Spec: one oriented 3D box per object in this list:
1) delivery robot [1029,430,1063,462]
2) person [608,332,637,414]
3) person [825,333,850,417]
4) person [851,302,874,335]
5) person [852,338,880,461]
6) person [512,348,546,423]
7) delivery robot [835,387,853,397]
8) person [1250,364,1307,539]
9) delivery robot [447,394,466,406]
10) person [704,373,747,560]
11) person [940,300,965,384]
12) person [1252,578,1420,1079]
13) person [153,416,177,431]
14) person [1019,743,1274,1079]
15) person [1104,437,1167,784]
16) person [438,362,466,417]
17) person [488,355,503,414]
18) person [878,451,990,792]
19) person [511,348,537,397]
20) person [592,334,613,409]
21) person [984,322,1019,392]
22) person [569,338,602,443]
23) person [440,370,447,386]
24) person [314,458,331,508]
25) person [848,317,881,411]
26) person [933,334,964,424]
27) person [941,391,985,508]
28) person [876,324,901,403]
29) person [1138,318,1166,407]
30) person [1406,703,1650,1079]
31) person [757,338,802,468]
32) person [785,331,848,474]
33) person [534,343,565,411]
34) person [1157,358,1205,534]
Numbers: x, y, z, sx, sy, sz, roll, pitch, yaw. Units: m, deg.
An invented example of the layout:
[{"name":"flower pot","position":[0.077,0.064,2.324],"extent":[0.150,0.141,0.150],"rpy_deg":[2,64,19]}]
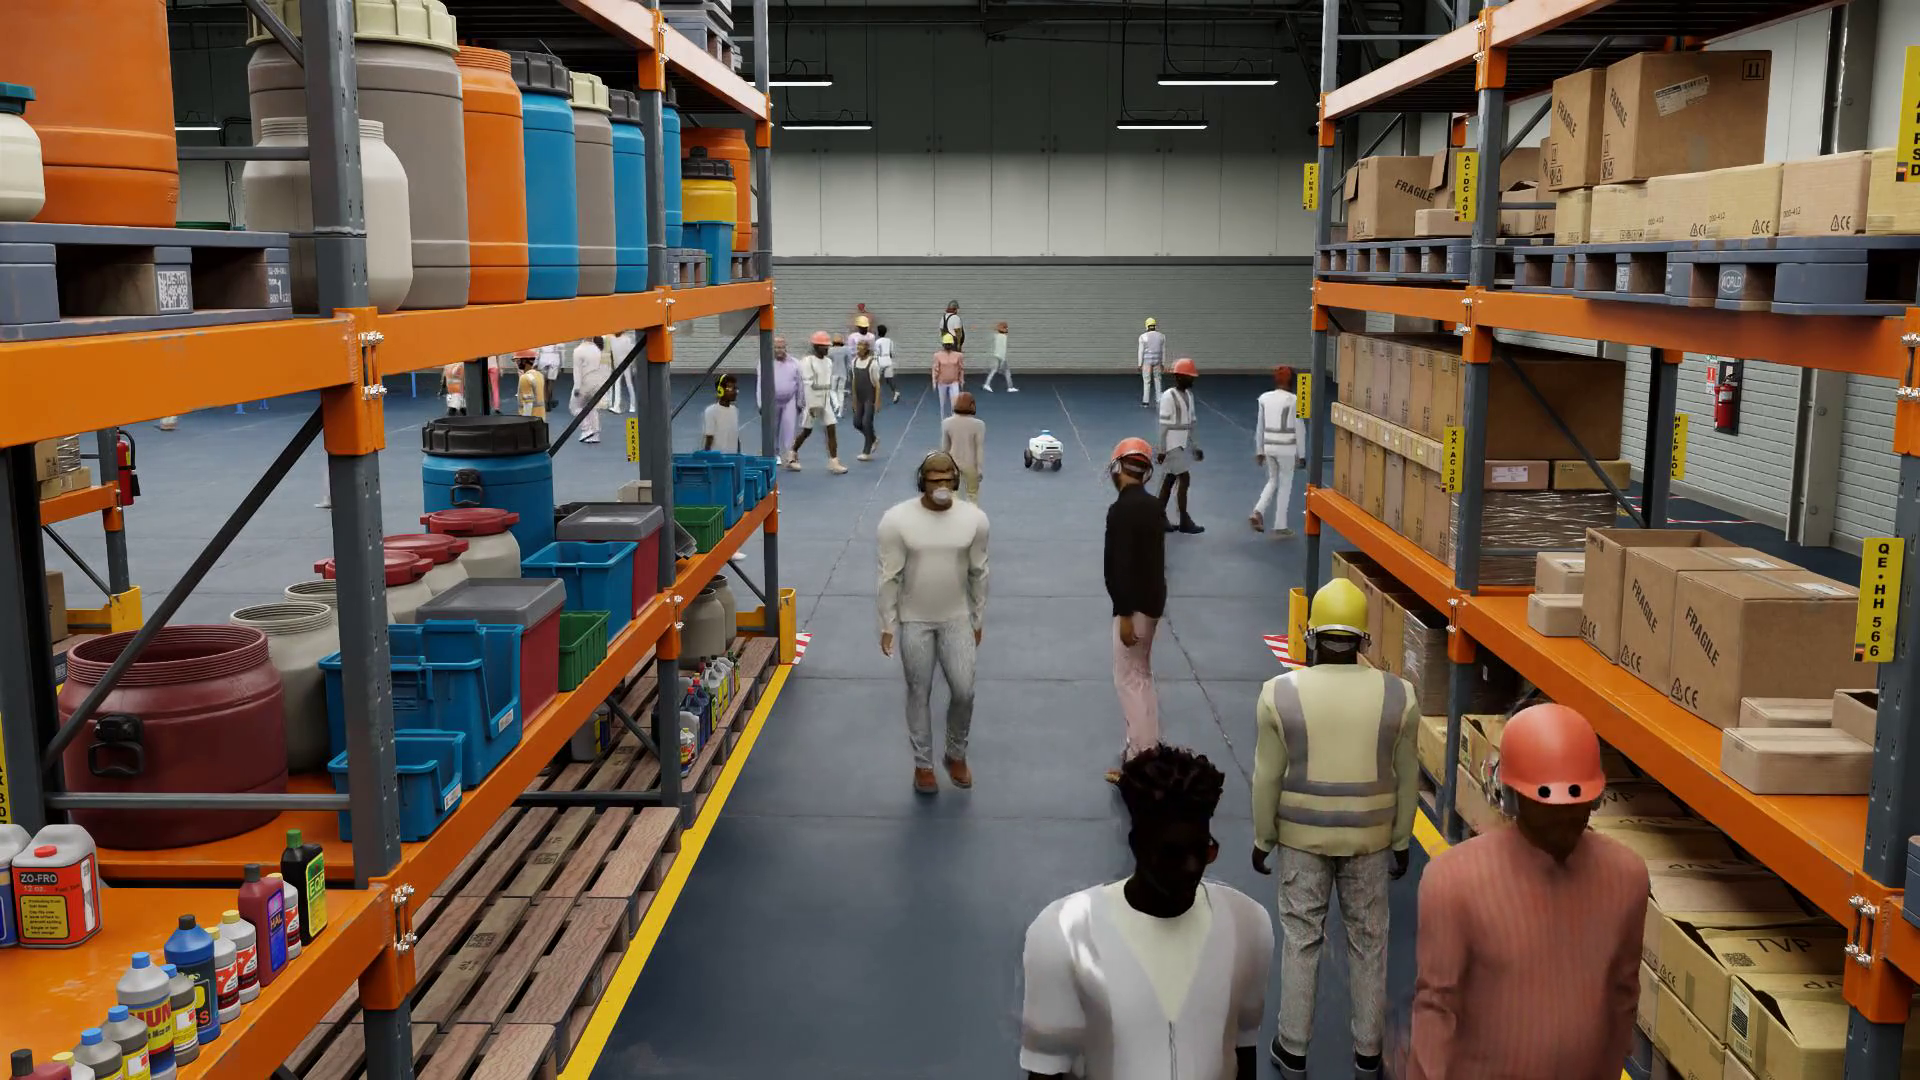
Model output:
[{"name":"delivery robot","position":[1.236,-1.332,23.911],"extent":[0.477,0.478,0.707],"rpy_deg":[-2,10,-12]},{"name":"person","position":[-6.596,-3.376,32.584],"extent":[0.654,1.801,0.989],"rpy_deg":[3,10,16]},{"name":"person","position":[-2.329,-3.146,31.787],"extent":[0.501,1.612,0.417],"rpy_deg":[-3,10,-18]},{"name":"person","position":[-2.583,-5.299,43.800],"extent":[0.643,1.905,0.400],"rpy_deg":[-3,10,-20]},{"name":"person","position":[-1.389,-2.119,24.973],"extent":[0.542,1.829,0.522],"rpy_deg":[7,12,35]},{"name":"person","position":[-5.377,-1.474,20.780],"extent":[0.379,1.938,0.547],"rpy_deg":[1,10,6]},{"name":"delivery robot","position":[-2.339,-2.975,32.977],"extent":[0.335,0.223,0.698],"rpy_deg":[4,10,22]},{"name":"person","position":[3.420,-0.943,17.808],"extent":[0.458,1.873,0.587],"rpy_deg":[-7,12,-37]},{"name":"delivery robot","position":[-9.696,-2.764,32.490],"extent":[0.477,0.478,0.707],"rpy_deg":[3,10,19]},{"name":"person","position":[-2.354,-0.727,16.539],"extent":[0.437,1.859,0.548],"rpy_deg":[5,11,28]},{"name":"person","position":[-0.152,-4.818,40.634],"extent":[0.536,2.000,0.681],"rpy_deg":[-7,12,-36]},{"name":"person","position":[1.343,1.045,6.002],"extent":[0.589,1.834,0.403],"rpy_deg":[1,9,4]},{"name":"person","position":[-14.045,-2.849,29.118],"extent":[0.664,1.900,0.941],"rpy_deg":[1,10,6]},{"name":"person","position":[0.411,1.374,3.796],"extent":[0.607,1.921,1.008],"rpy_deg":[-2,10,-11]},{"name":"person","position":[0.987,0.402,9.536],"extent":[0.480,1.943,0.776],"rpy_deg":[5,11,26]},{"name":"person","position":[-8.296,-2.432,27.382],"extent":[0.893,1.648,0.531],"rpy_deg":[-8,13,-41]},{"name":"person","position":[-9.251,-3.346,32.670],"extent":[0.552,1.719,0.845],"rpy_deg":[-4,10,-24]},{"name":"person","position":[-0.143,0.466,9.220],"extent":[0.646,1.924,0.476],"rpy_deg":[-2,10,-10]},{"name":"person","position":[-9.612,-4.114,36.688],"extent":[0.638,1.910,0.407],"rpy_deg":[-9,13,-42]},{"name":"person","position":[-7.261,-3.585,33.713],"extent":[0.429,1.845,0.621],"rpy_deg":[2,10,11]},{"name":"person","position":[0.915,-4.184,38.033],"extent":[0.821,1.599,0.506],"rpy_deg":[-5,11,-27]},{"name":"person","position":[-6.134,-2.526,27.236],"extent":[0.449,1.888,0.671],"rpy_deg":[4,10,25]},{"name":"person","position":[-12.168,-4.443,39.605],"extent":[0.859,1.593,0.525],"rpy_deg":[6,11,32]},{"name":"person","position":[-7.440,-1.156,19.845],"extent":[0.700,1.605,0.616],"rpy_deg":[-7,12,-34]},{"name":"person","position":[-1.851,-3.441,32.711],"extent":[0.579,1.881,0.849],"rpy_deg":[-8,13,-41]},{"name":"person","position":[-0.199,-2.672,28.608],"extent":[0.548,1.720,0.903],"rpy_deg":[0,9,-2]},{"name":"person","position":[0.016,-0.772,17.582],"extent":[0.507,1.600,0.815],"rpy_deg":[3,10,19]},{"name":"person","position":[-1.568,-3.668,34.718],"extent":[0.533,1.676,0.767],"rpy_deg":[-8,12,-40]},{"name":"person","position":[3.915,-3.632,34.046],"extent":[0.586,1.826,0.403],"rpy_deg":[-2,10,-13]},{"name":"person","position":[1.355,1.315,4.066],"extent":[0.627,1.951,1.027],"rpy_deg":[-1,10,-9]},{"name":"person","position":[-2.597,-1.972,24.002],"extent":[0.668,1.855,0.985],"rpy_deg":[-2,10,-11]},{"name":"person","position":[-2.049,-1.949,23.449],"extent":[1.013,2.006,0.618],"rpy_deg":[8,12,40]},{"name":"person","position":[-8.170,-3.535,33.332],"extent":[0.611,1.863,0.960],"rpy_deg":[2,10,9]},{"name":"person","position":[2.459,-1.022,18.155],"extent":[0.789,1.904,0.539],"rpy_deg":[6,11,31]}]
